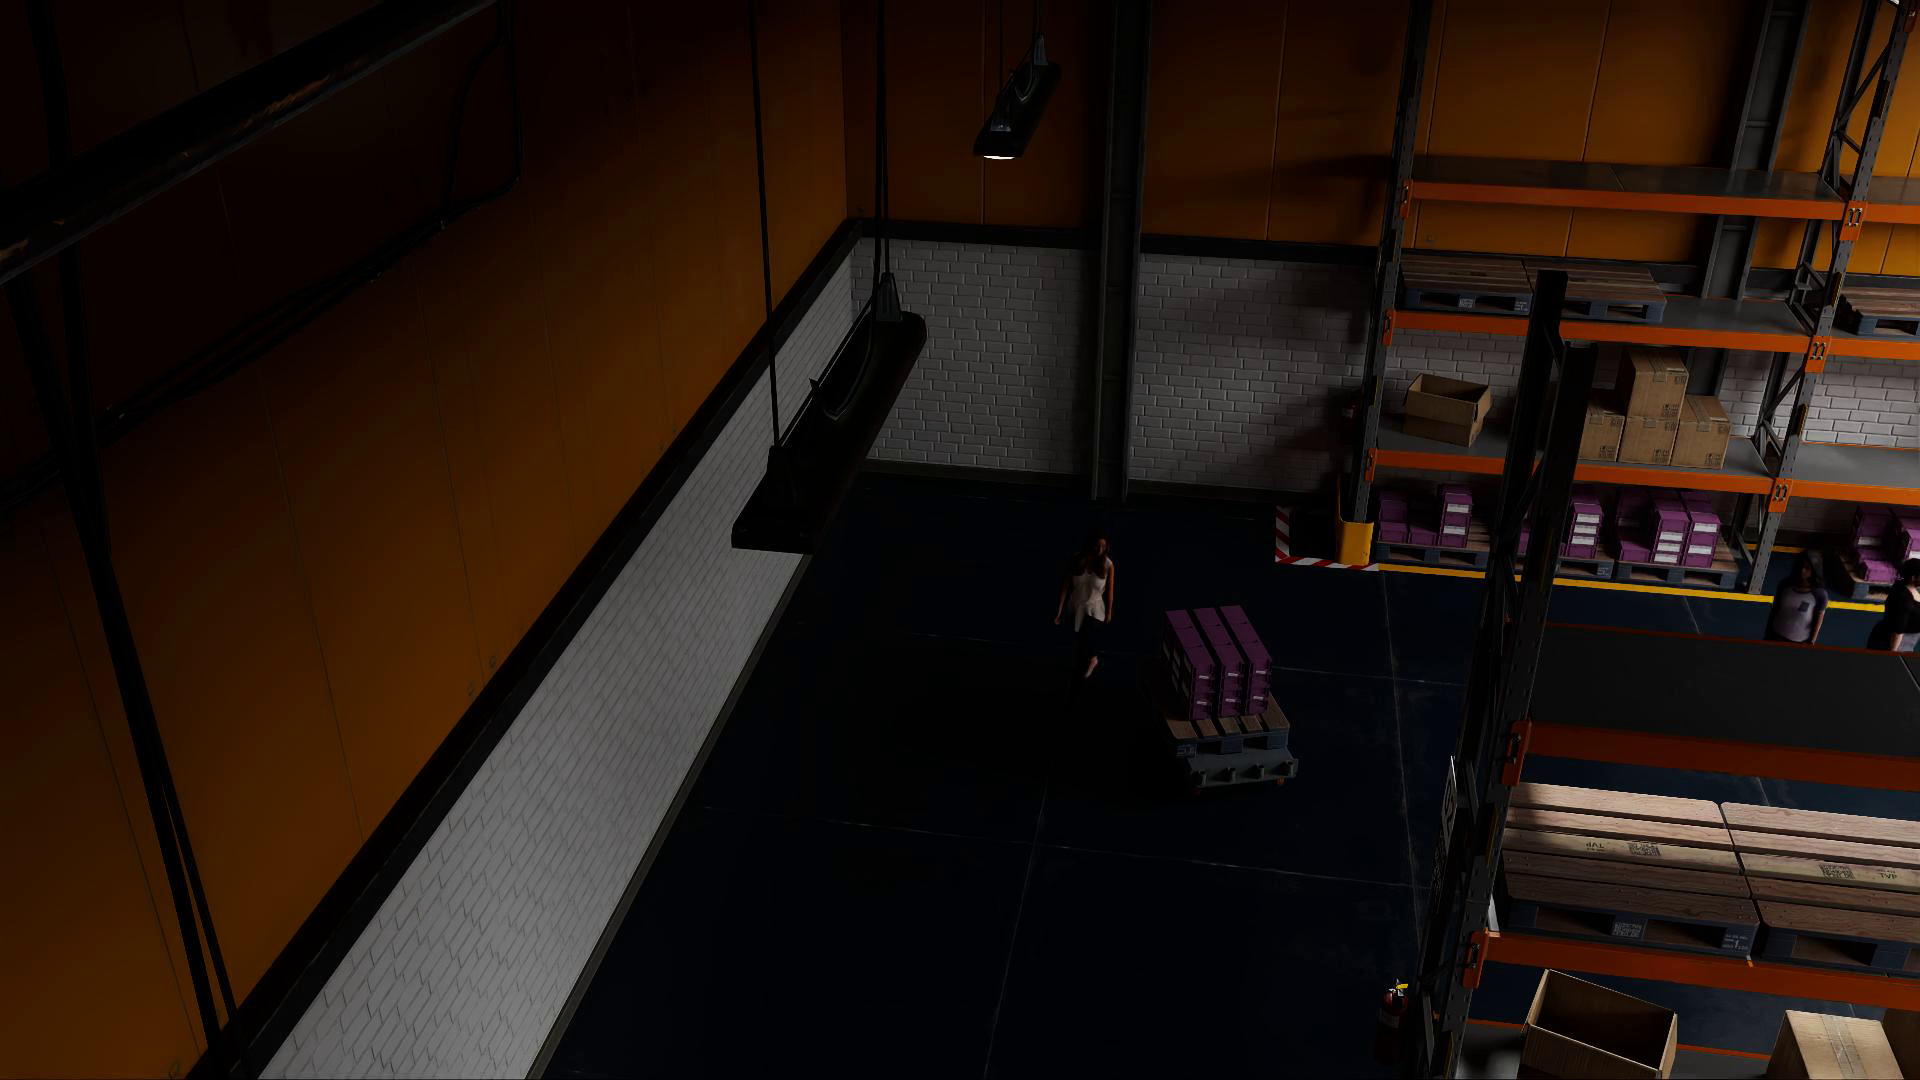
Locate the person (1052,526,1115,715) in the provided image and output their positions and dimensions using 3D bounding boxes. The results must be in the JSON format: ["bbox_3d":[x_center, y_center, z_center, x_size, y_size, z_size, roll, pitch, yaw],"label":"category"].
[{"bbox_3d":[1.165,0.628,15.044,1.151,1.734,0.889,13,31,23],"label":"person"}]

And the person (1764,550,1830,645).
[{"bbox_3d":[7.387,0.836,14.698,0.857,1.700,0.800,-21,35,-33],"label":"person"}]

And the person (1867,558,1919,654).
[{"bbox_3d":[8.005,0.917,14.509,1.155,1.738,0.905,16,32,27],"label":"person"}]
